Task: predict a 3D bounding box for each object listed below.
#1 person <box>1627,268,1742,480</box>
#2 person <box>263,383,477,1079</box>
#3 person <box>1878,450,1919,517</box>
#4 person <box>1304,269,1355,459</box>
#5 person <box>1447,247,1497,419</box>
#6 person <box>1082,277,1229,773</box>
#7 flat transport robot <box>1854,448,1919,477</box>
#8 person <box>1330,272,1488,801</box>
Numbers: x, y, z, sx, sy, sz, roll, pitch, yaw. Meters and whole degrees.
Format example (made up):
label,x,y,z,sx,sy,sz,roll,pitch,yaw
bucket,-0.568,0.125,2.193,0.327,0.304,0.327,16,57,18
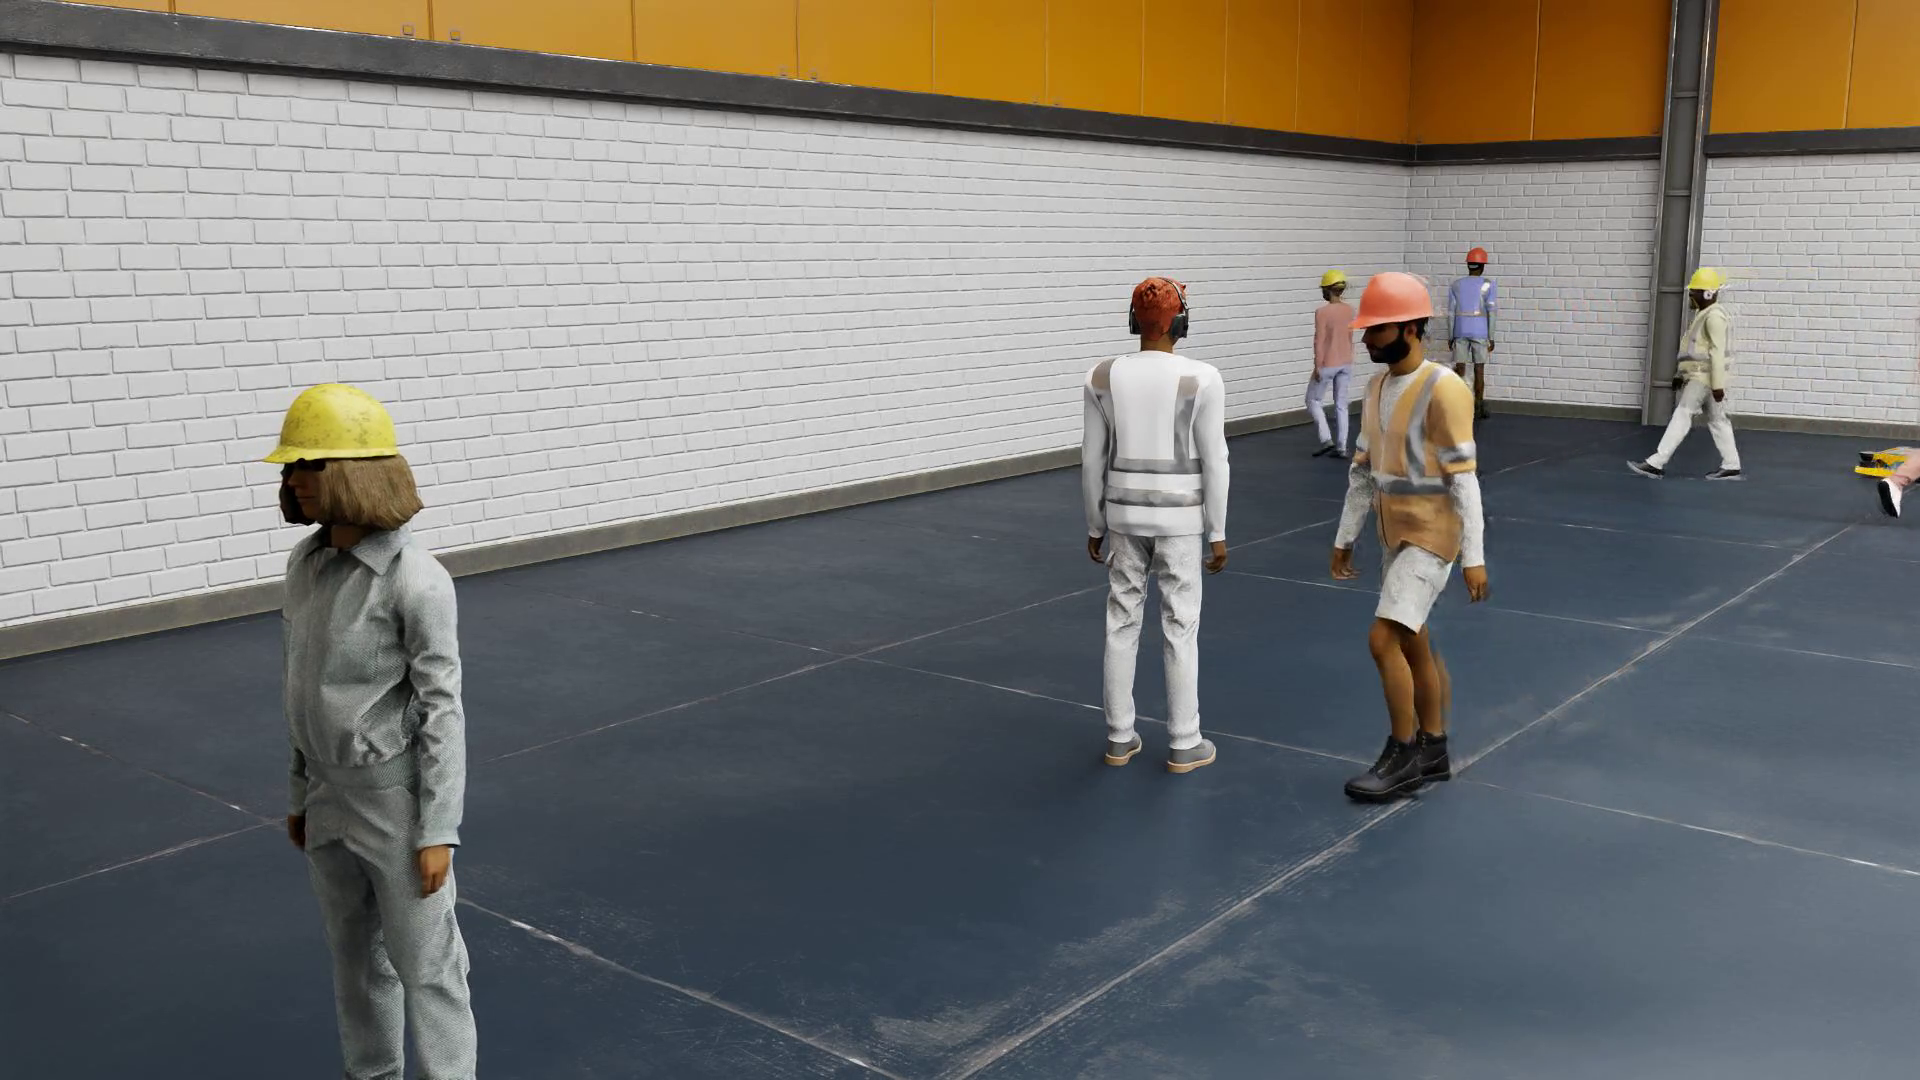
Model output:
label,x,y,z,sx,sy,sz,roll,pitch,yaw
person,6.193,-1.383,14.011,0.936,1.781,0.599,4,11,20
person,-1.215,0.551,3.401,0.483,1.745,0.306,7,12,34
person,6.901,-1.003,11.636,0.647,1.880,0.658,-1,10,-6
person,3.440,-1.615,15.392,0.532,1.755,0.399,-6,12,-29
person,5.808,-2.338,18.869,0.548,1.937,0.379,7,12,33
person,0.747,-0.050,6.347,0.573,1.883,0.355,5,11,25
flat transport robot,8.371,-0.610,13.914,0.652,0.197,1.431,-10,14,-43
person,1.579,0.001,5.989,0.669,1.906,0.600,-3,11,-17
